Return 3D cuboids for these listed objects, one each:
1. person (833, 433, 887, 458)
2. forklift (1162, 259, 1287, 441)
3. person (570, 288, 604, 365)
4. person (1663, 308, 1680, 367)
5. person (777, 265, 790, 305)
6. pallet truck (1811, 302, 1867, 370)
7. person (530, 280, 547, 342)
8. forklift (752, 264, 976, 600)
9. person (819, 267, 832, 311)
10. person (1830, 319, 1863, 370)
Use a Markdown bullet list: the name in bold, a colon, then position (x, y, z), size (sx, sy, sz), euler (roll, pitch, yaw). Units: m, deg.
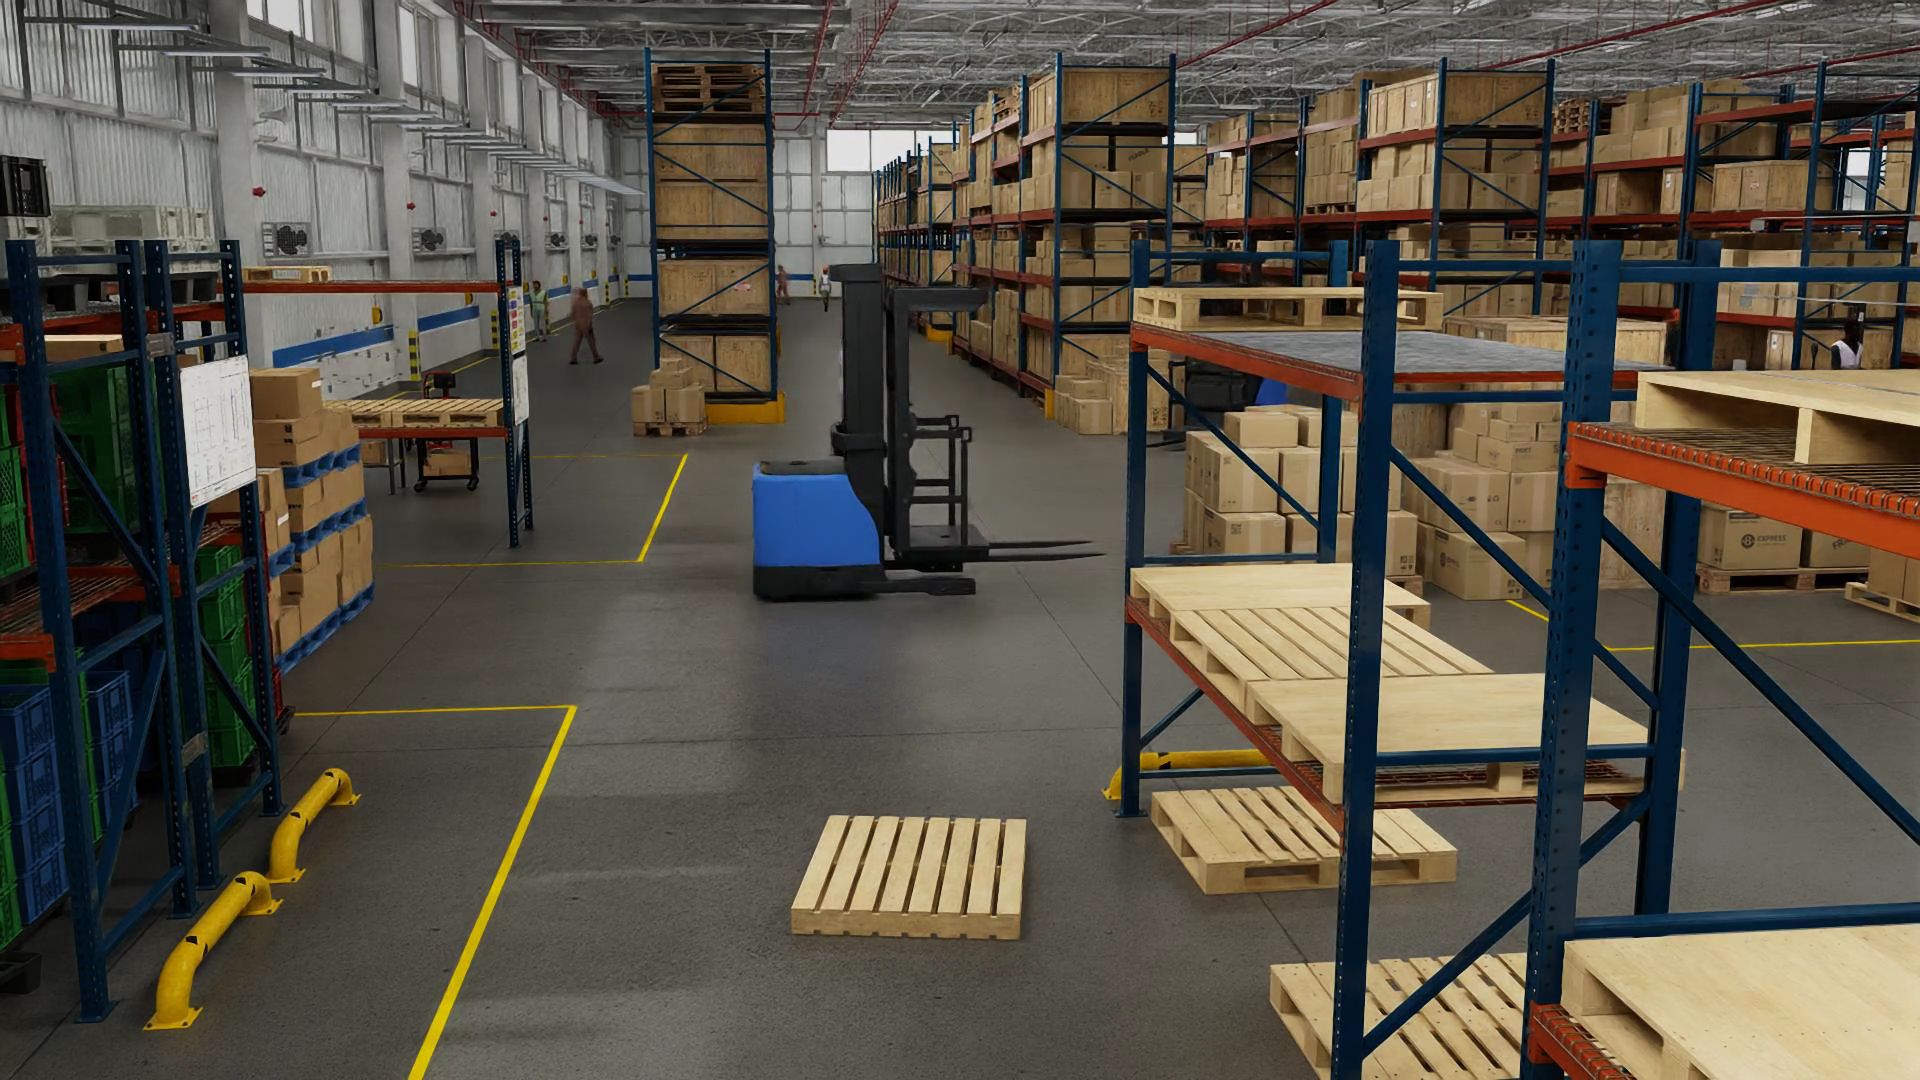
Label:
- **person**: position (-1.348, -2.068, 23.202), size (1.013, 1.876, 0.553), euler (4, 11, 23)
- **forklift**: position (3.996, -2.831, 24.617), size (1.129, 2.768, 1.873), euler (8, 13, 38)
- **person**: position (-9.212, -5.228, 40.739), size (0.660, 1.863, 1.004), euler (6, 12, 29)
- **person**: position (11.359, -2.654, 26.174), size (0.847, 1.967, 0.664), euler (-7, 12, -35)
- **person**: position (-8.447, -11.967, 78.054), size (0.942, 1.848, 0.721), euler (4, 11, 19)
- **pallet truck**: position (15.846, -3.142, 28.793), size (1.885, 1.965, 0.823), euler (2, 10, 12)
- **person**: position (-12.594, -6.845, 49.770), size (0.560, 1.837, 0.389), euler (2, 10, 13)
- **forklift**: position (-0.858, -0.968, 14.295), size (1.873, 2.768, 1.129), euler (-1, 10, -6)
- **person**: position (-5.733, -10.698, 70.916), size (0.551, 1.911, 0.812), euler (-3, 11, -15)
- **person**: position (12.598, -2.186, 23.715), size (0.590, 1.919, 0.393), euler (-6, 12, -29)
